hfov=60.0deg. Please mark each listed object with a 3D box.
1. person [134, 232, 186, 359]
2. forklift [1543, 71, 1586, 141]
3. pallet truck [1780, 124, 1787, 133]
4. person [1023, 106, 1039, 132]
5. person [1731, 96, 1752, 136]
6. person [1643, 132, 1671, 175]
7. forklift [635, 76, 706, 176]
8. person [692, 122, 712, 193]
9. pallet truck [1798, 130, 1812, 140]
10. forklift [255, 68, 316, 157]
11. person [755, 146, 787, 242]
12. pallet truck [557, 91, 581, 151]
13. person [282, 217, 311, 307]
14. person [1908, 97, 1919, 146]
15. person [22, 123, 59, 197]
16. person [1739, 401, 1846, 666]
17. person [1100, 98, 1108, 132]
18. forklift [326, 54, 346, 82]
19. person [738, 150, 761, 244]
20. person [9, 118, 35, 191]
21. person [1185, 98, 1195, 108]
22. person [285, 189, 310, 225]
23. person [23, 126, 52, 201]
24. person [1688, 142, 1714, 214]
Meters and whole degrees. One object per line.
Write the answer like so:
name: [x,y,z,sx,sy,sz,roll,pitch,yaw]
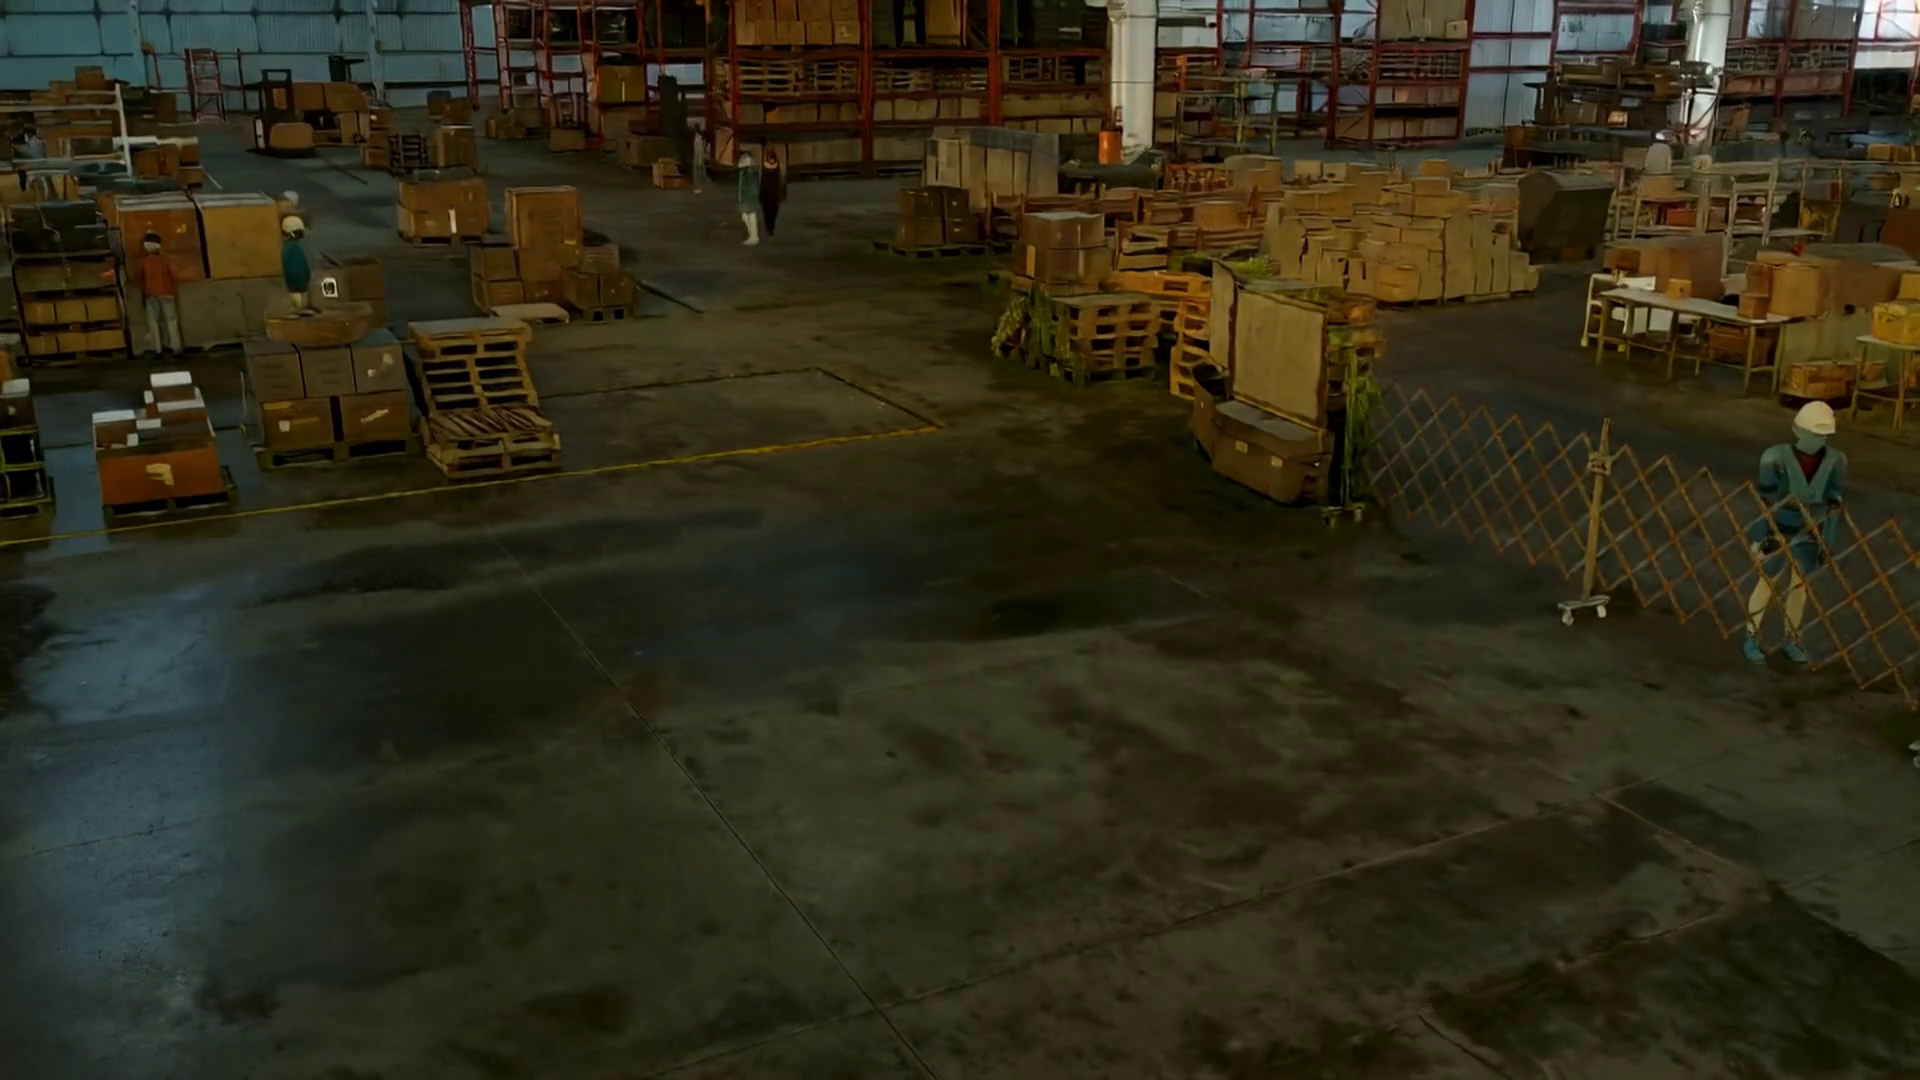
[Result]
person: [-11.209,-3.417,23.285,0.533,1.767,0.313,-4,18,-13]
forklift: [18.685,-13.231,52.085,1.873,2.768,1.129,-9,20,-26]
pallet truck: [25.206,-12.542,52.601,1.601,1.201,0.680,0,18,-2]
person: [2.260,-13.094,53.563,0.535,1.697,0.318,6,19,18]
person: [25.838,-13.697,55.054,0.638,1.938,0.357,16,24,41]
person: [17.077,-9.054,40.769,0.607,1.832,0.411,6,19,17]
forklift: [-8.508,-12.110,48.589,1.873,2.768,1.129,-9,20,-26]
person: [-6.891,-10.107,43.996,0.449,1.853,0.552,-1,18,-3]
pallet truck: [25.526,-11.556,49.408,1.630,1.274,0.653,-9,20,-26]
forklift: [-22.375,-14.116,54.842,1.873,2.768,1.129,13,22,34]
person: [-3.977,-7.340,35.072,0.697,2.000,0.991,-9,20,-25]
pallet truck: [-13.495,-14.412,57.188,0.823,1.965,1.885,-3,18,-9]
person: [-9.197,-3.495,23.163,0.392,1.988,0.622,-6,19,-17]
person: [30.798,-13.270,53.629,0.375,1.997,0.612,-1,18,-3]
person: [-23.973,-9.859,43.185,1.014,1.878,0.568,4,18,13]
person: [6.177,-0.038,12.318,0.612,2.034,0.394,1,18,4]
person: [4.904,-13.928,55.938,0.430,1.841,0.624,15,23,38]
forklift: [-26.571,-19.320,71.065,1.873,2.768,1.129,1,18,4]
person: [-4.338,-7.111,34.553,0.564,1.925,0.522,-16,24,-41]
person: [-25.131,-10.310,44.526,0.591,1.921,0.392,5,18,15]
person: [8.901,-16.508,64.359,0.526,1.598,0.415,-12,21,-32]
person: [-11.115,-4.923,27.825,0.494,1.857,0.552,10,20,28]
person: [-22.780,-9.223,41.062,0.367,1.966,0.606,8,19,23]
person: [17.757,-8.654,39.747,0.704,1.678,0.538,-7,19,-22]
